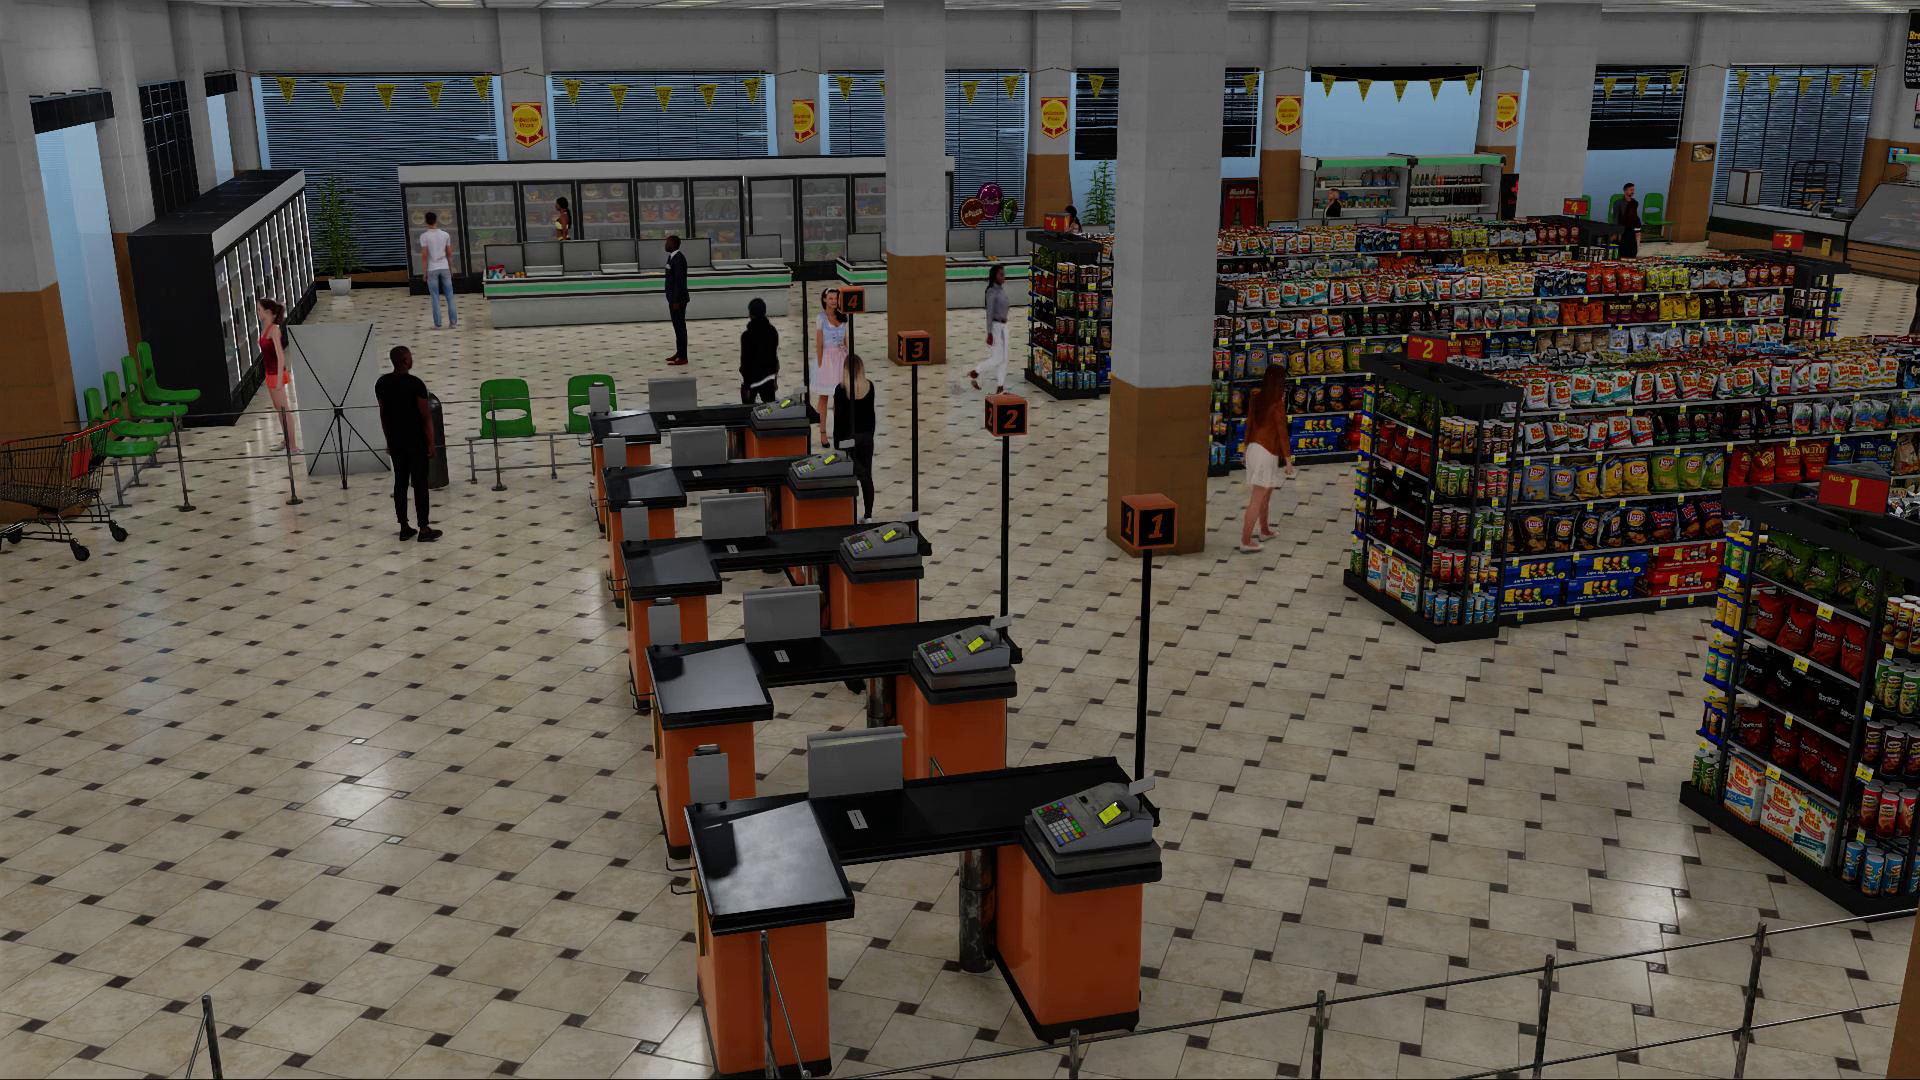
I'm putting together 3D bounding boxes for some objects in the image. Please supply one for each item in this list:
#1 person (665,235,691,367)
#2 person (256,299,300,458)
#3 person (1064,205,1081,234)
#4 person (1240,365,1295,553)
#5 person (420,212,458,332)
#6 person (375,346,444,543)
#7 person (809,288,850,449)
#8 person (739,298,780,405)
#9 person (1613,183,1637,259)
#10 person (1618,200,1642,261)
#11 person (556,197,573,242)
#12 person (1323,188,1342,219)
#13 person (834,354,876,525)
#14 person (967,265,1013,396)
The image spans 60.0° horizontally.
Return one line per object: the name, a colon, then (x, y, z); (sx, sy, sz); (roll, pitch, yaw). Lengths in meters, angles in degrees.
person: (-4.032, -3.431, 23.720); (0.594, 1.824, 0.686); (-4, 17, -12)
person: (-7.631, -1.825, 18.556); (0.599, 1.752, 0.615); (-10, 19, -29)
person: (1.855, -4.753, 28.124); (0.554, 1.794, 0.588); (-5, 18, -17)
person: (2.665, -0.717, 15.002); (0.888, 1.696, 0.755); (-9, 19, -28)
person: (-8.305, -4.282, 26.473); (0.636, 1.853, 0.786); (-13, 21, -36)
person: (-5.106, -0.893, 15.369); (0.668, 1.819, 0.803); (4, 17, 14)
person: (-1.458, -1.968, 18.911); (0.781, 1.818, 0.865); (-12, 20, -34)
person: (-2.126, -1.713, 18.123); (1.222, 1.789, 1.125); (-16, 23, -42)
person: (12.572, -5.820, 31.505); (0.591, 1.873, 0.789); (-8, 19, -24)
person: (12.314, -5.436, 30.641); (0.684, 1.639, 0.679); (-11, 20, -32)
person: (-7.093, -5.294, 29.974); (0.549, 1.755, 0.588); (-2, 17, -6)
person: (7.291, -6.054, 32.621); (0.560, 1.671, 0.624); (-7, 18, -21)
person: (-0.988, -0.923, 15.696); (0.577, 1.687, 0.727); (-11, 20, -32)
person: (0.406, -2.688, 21.468); (0.968, 1.710, 0.902); (9, 19, 27)
